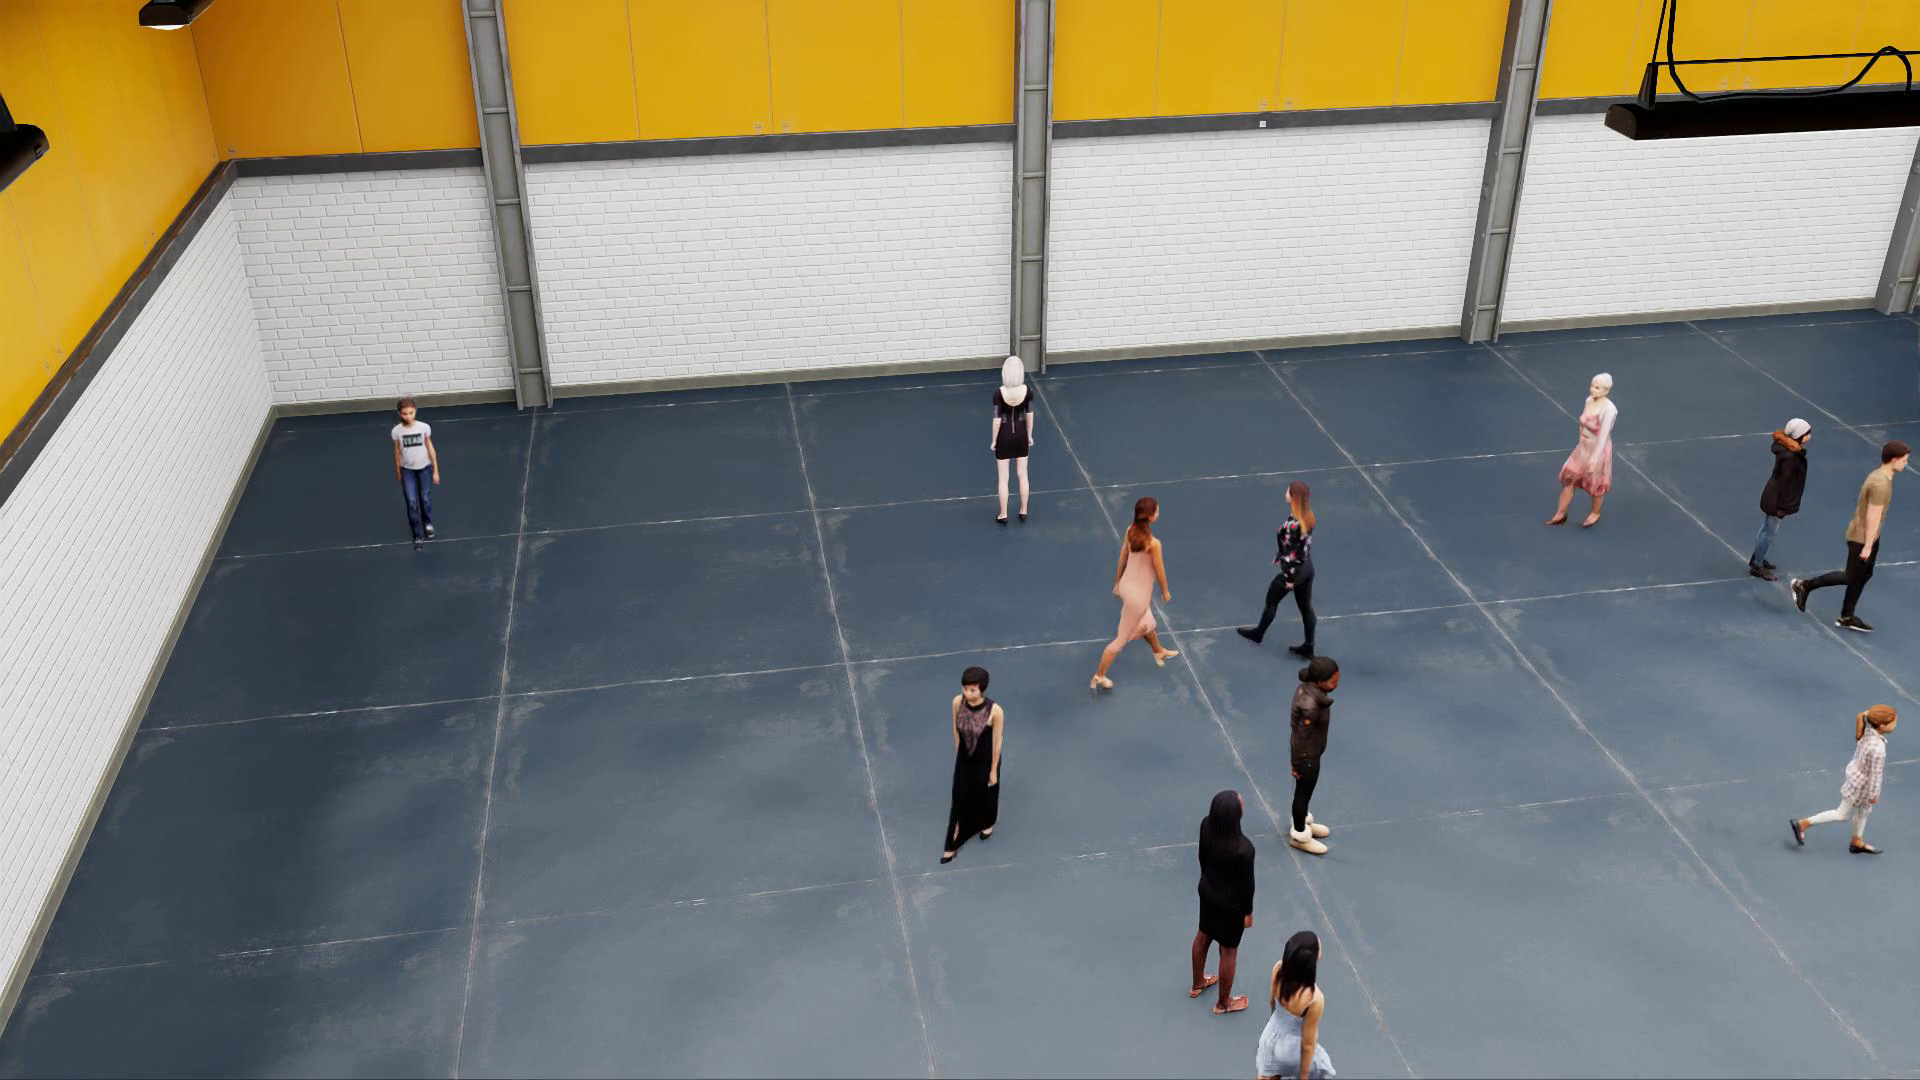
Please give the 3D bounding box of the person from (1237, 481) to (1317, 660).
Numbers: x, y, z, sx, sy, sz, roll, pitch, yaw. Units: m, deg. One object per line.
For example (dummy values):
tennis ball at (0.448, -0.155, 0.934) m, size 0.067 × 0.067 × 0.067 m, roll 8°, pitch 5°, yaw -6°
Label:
person at (3.025, 0.300, 14.582) m, size 0.991 × 1.650 × 0.958 m, roll 20°, pitch 34°, yaw 32°

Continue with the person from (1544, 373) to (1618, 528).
person at (6.437, -0.889, 16.745) m, size 0.925 × 1.666 × 0.738 m, roll -14°, pitch 31°, yaw -23°

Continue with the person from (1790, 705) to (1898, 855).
person at (6.569, 1.775, 12.249) m, size 0.976 × 1.295 × 0.797 m, roll 9°, pitch 30°, yaw 16°

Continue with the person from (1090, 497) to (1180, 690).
person at (1.408, 0.514, 14.060) m, size 1.206 × 1.775 × 0.790 m, roll -14°, pitch 32°, yaw -24°

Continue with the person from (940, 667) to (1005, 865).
person at (0.180, 1.586, 12.303) m, size 0.954 × 1.574 × 0.935 m, roll 11°, pitch 31°, yaw 20°

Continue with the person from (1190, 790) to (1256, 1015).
person at (1.708, 2.326, 10.794) m, size 0.668 × 1.720 × 0.684 m, roll -20°, pitch 34°, yaw -32°

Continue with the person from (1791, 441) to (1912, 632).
person at (8.072, -0.048, 15.037) m, size 1.123 × 1.825 × 1.061 m, roll 20°, pitch 34°, yaw 32°

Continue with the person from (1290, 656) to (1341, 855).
person at (2.552, 1.560, 12.262) m, size 0.658 × 1.659 × 0.716 m, roll -4°, pitch 29°, yaw -7°

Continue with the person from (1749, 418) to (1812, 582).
person at (7.846, -0.416, 15.912) m, size 0.781 × 1.634 × 0.745 m, roll 12°, pitch 31°, yaw 22°

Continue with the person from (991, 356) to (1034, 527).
person at (0.525, -1.005, 16.787) m, size 0.456 × 1.830 × 0.668 m, roll -7°, pitch 29°, yaw -13°

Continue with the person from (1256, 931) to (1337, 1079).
person at (1.824, 2.996, 9.599) m, size 1.193 × 1.688 × 0.938 m, roll -19°, pitch 34°, yaw -30°

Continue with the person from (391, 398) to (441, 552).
person at (-5.436, -0.738, 16.598) m, size 0.816 × 1.543 × 0.709 m, roll -10°, pitch 30°, yaw -18°
